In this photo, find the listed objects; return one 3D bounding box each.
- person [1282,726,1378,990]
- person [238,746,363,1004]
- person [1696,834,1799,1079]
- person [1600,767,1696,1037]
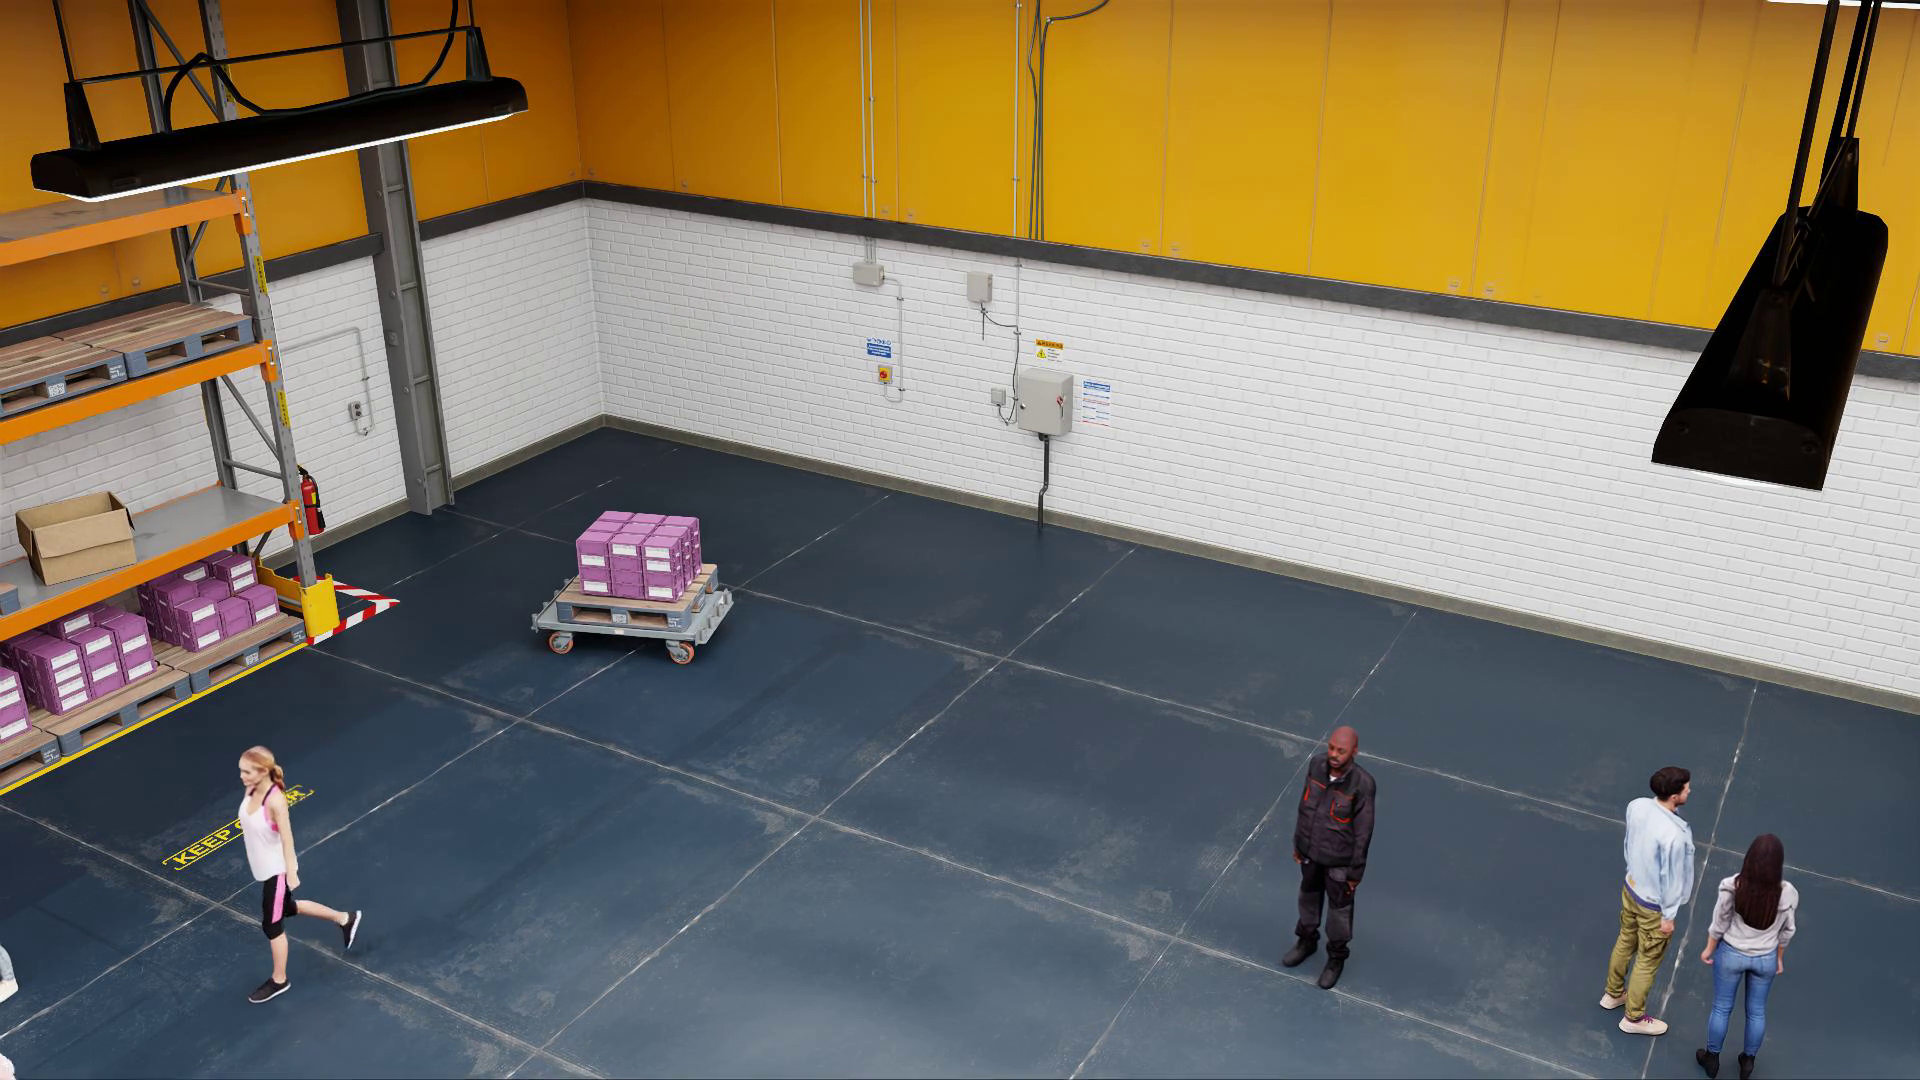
[{"bbox_3d":[2.395,1.975,10.691,0.700,1.819,0.752,-22,32,-40],"label":"person"},{"bbox_3d":[-4.270,2.056,10.567,1.109,1.770,0.821,-21,31,-40],"label":"person"},{"bbox_3d":[4.642,2.463,9.811,0.670,1.629,0.634,4,24,9],"label":"person"},{"bbox_3d":[4.234,2.189,10.210,0.818,1.812,0.725,-3,24,-7],"label":"person"}]
